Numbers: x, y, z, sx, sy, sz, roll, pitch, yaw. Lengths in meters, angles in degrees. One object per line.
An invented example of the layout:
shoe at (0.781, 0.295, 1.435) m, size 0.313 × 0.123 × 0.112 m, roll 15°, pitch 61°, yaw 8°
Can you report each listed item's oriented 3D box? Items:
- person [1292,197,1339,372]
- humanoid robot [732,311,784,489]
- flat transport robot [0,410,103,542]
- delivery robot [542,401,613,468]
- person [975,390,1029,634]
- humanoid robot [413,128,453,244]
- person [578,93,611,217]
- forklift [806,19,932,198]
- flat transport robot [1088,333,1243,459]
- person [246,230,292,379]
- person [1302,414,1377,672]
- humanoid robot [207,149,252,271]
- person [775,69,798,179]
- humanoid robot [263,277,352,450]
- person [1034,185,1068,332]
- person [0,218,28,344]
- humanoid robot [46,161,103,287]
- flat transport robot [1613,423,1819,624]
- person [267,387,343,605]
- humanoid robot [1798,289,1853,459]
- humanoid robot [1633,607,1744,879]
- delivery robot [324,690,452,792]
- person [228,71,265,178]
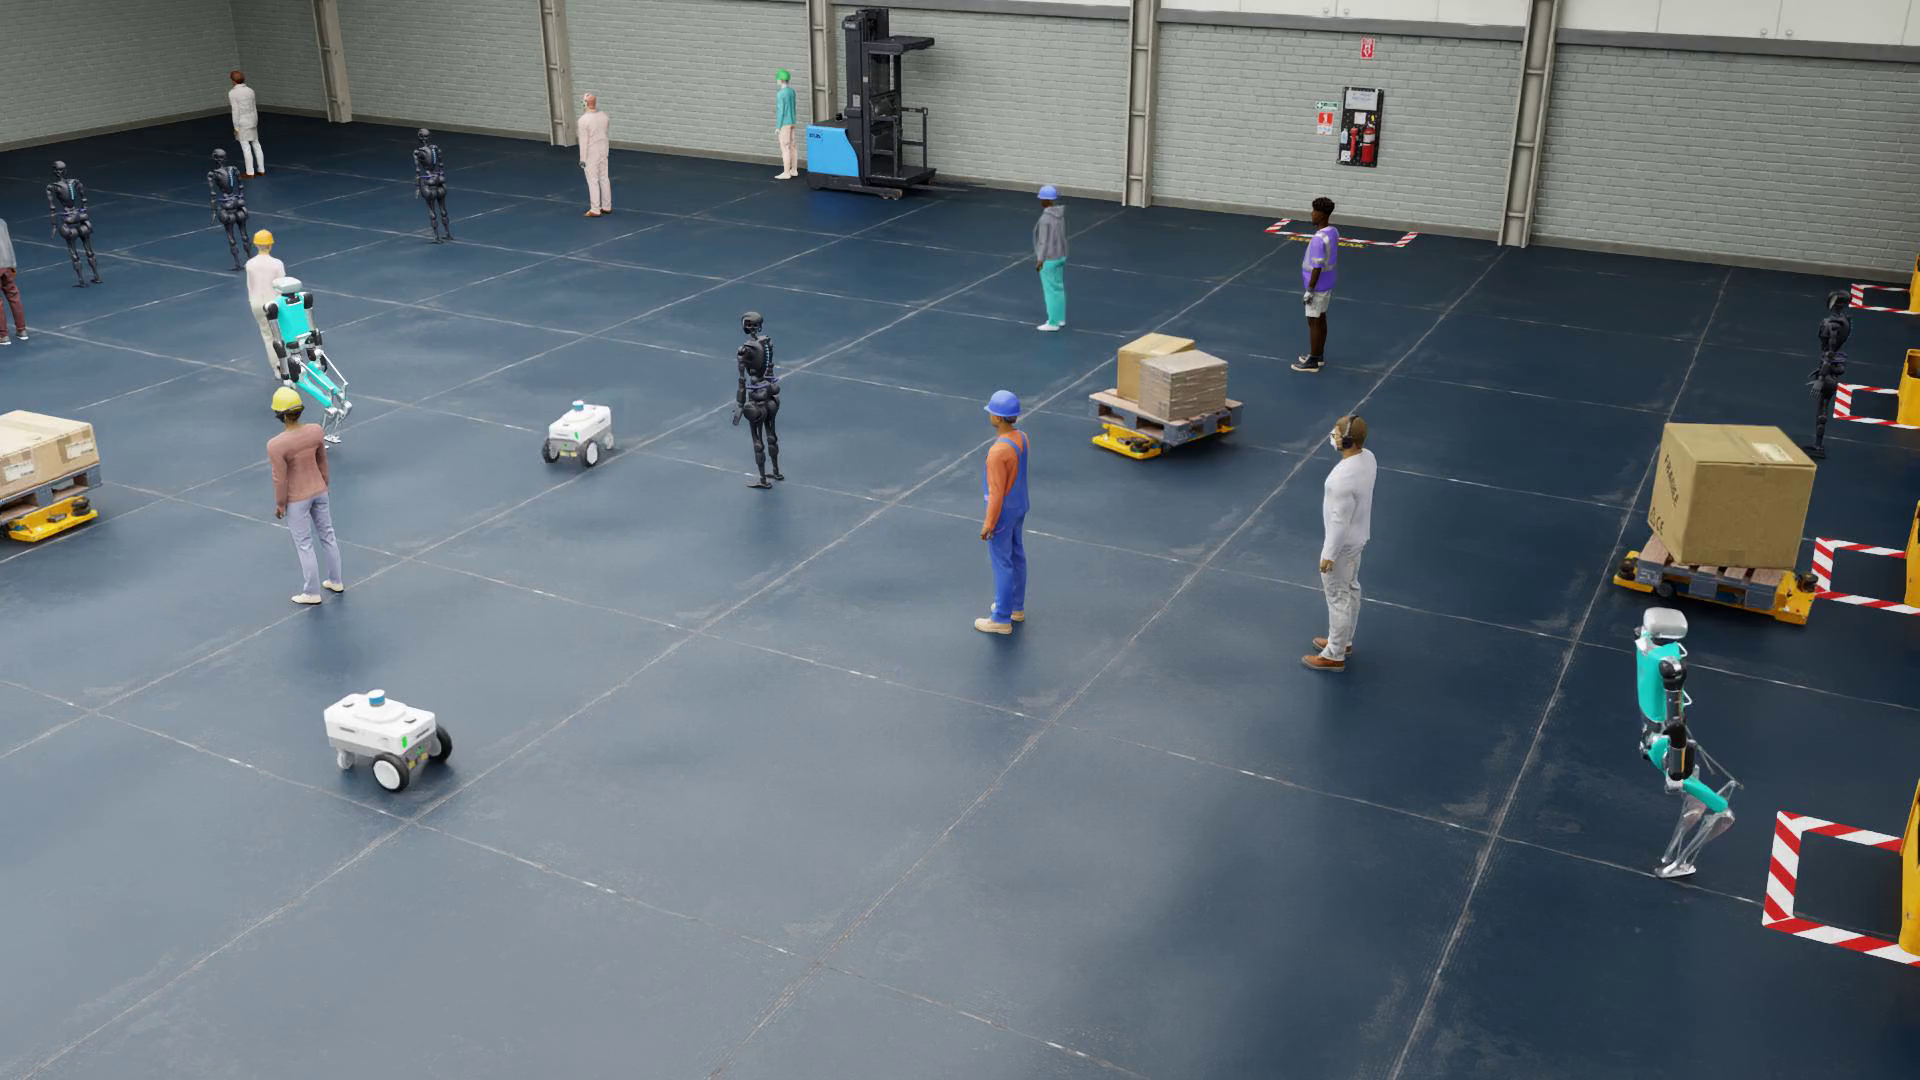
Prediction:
person at (4.019, -2.876, 18.711) m, size 0.366 × 1.965 × 0.607 m, roll 12°, pitch 26°, yaw 25°
humanoid robot at (-1.871, -1.305, 15.398) m, size 0.315 × 1.657 × 0.599 m, roll 12°, pitch 26°, yaw 25°
flat transport robot at (-8.473, -0.281, 14.816) m, size 1.431 × 0.231 × 0.659 m, roll 10°, pitch 25°, yaw 22°
delivery robot at (-3.707, -1.063, 16.264) m, size 0.499 × 0.586 × 0.772 m, roll 7°, pitch 24°, yaw 16°
person at (0.334, -0.214, 12.584) m, size 0.361 × 1.909 × 0.518 m, roll 12°, pitch 26°, yaw 25°
humanoid robot at (-7.794, -5.224, 24.522) m, size 0.315 × 1.657 × 0.599 m, roll 12°, pitch 26°, yaw 25°
person at (-5.775, -6.054, 26.186) m, size 0.412 × 1.907 × 0.642 m, roll 12°, pitch 26°, yaw 25°
forklift at (-1.573, -7.292, 27.850) m, size 1.873 × 2.768 × 1.129 m, roll 12°, pitch 26°, yaw 25°
flat transport robot at (2.075, -1.123, 16.777) m, size 1.431 × 0.231 × 0.659 m, roll -19°, pitch 30°, yaw -37°
person at (-7.606, -2.563, 18.345) m, size 0.467 × 1.675 × 0.487 m, roll -1°, pitch 23°, yaw -3°
person at (2.756, 0.018, 12.008) m, size 0.371 × 1.939 × 0.630 m, roll 12°, pitch 26°, yaw 25°
humanoid robot at (-10.100, -4.573, 23.005) m, size 0.315 × 1.659 × 0.599 m, roll 12°, pitch 26°, yaw 25°
person at (-3.040, -7.256, 29.015) m, size 0.348 × 1.879 × 0.515 m, roll 12°, pitch 26°, yaw 25°
humanoid robot at (-6.208, -1.677, 16.038) m, size 0.735 × 1.677 × 0.533 m, roll 12°, pitch 26°, yaw 25°
person at (1.094, -3.429, 20.254) m, size 0.410 × 1.762 × 0.536 m, roll 13°, pitch 26°, yaw 28°
person at (-11.446, -3.228, 19.721) m, size 0.367 × 1.812 × 0.544 m, roll 12°, pitch 26°, yaw 25°
humanoid robot at (-11.847, -4.220, 22.186) m, size 0.315 × 1.657 × 0.599 m, roll 12°, pitch 26°, yaw 25°
flat transport robot at (6.077, 0.334, 13.386) m, size 1.431 × 0.231 × 0.659 m, roll 14°, pitch 27°, yaw 29°
person at (-5.168, -0.348, 13.076) m, size 0.311 × 1.768 × 0.526 m, roll 12°, pitch 26°, yaw 25°
humanoid robot at (8.402, -1.621, 16.132) m, size 0.315 × 1.659 × 0.599 m, roll 12°, pitch 26°, yaw 25°
humanoid robot at (4.170, 1.232, 9.496) m, size 0.817 × 1.808 × 0.535 m, roll 0°, pitch 23°, yaw 1°
delivery robot at (-3.748, 1.260, 10.857) m, size 0.756 × 0.587 × 0.525 m, roll 10°, pitch 25°, yaw 22°
person at (-12.511, -7.273, 29.113) m, size 0.365 × 1.836 × 0.507 m, roll 12°, pitch 26°, yaw 25°
